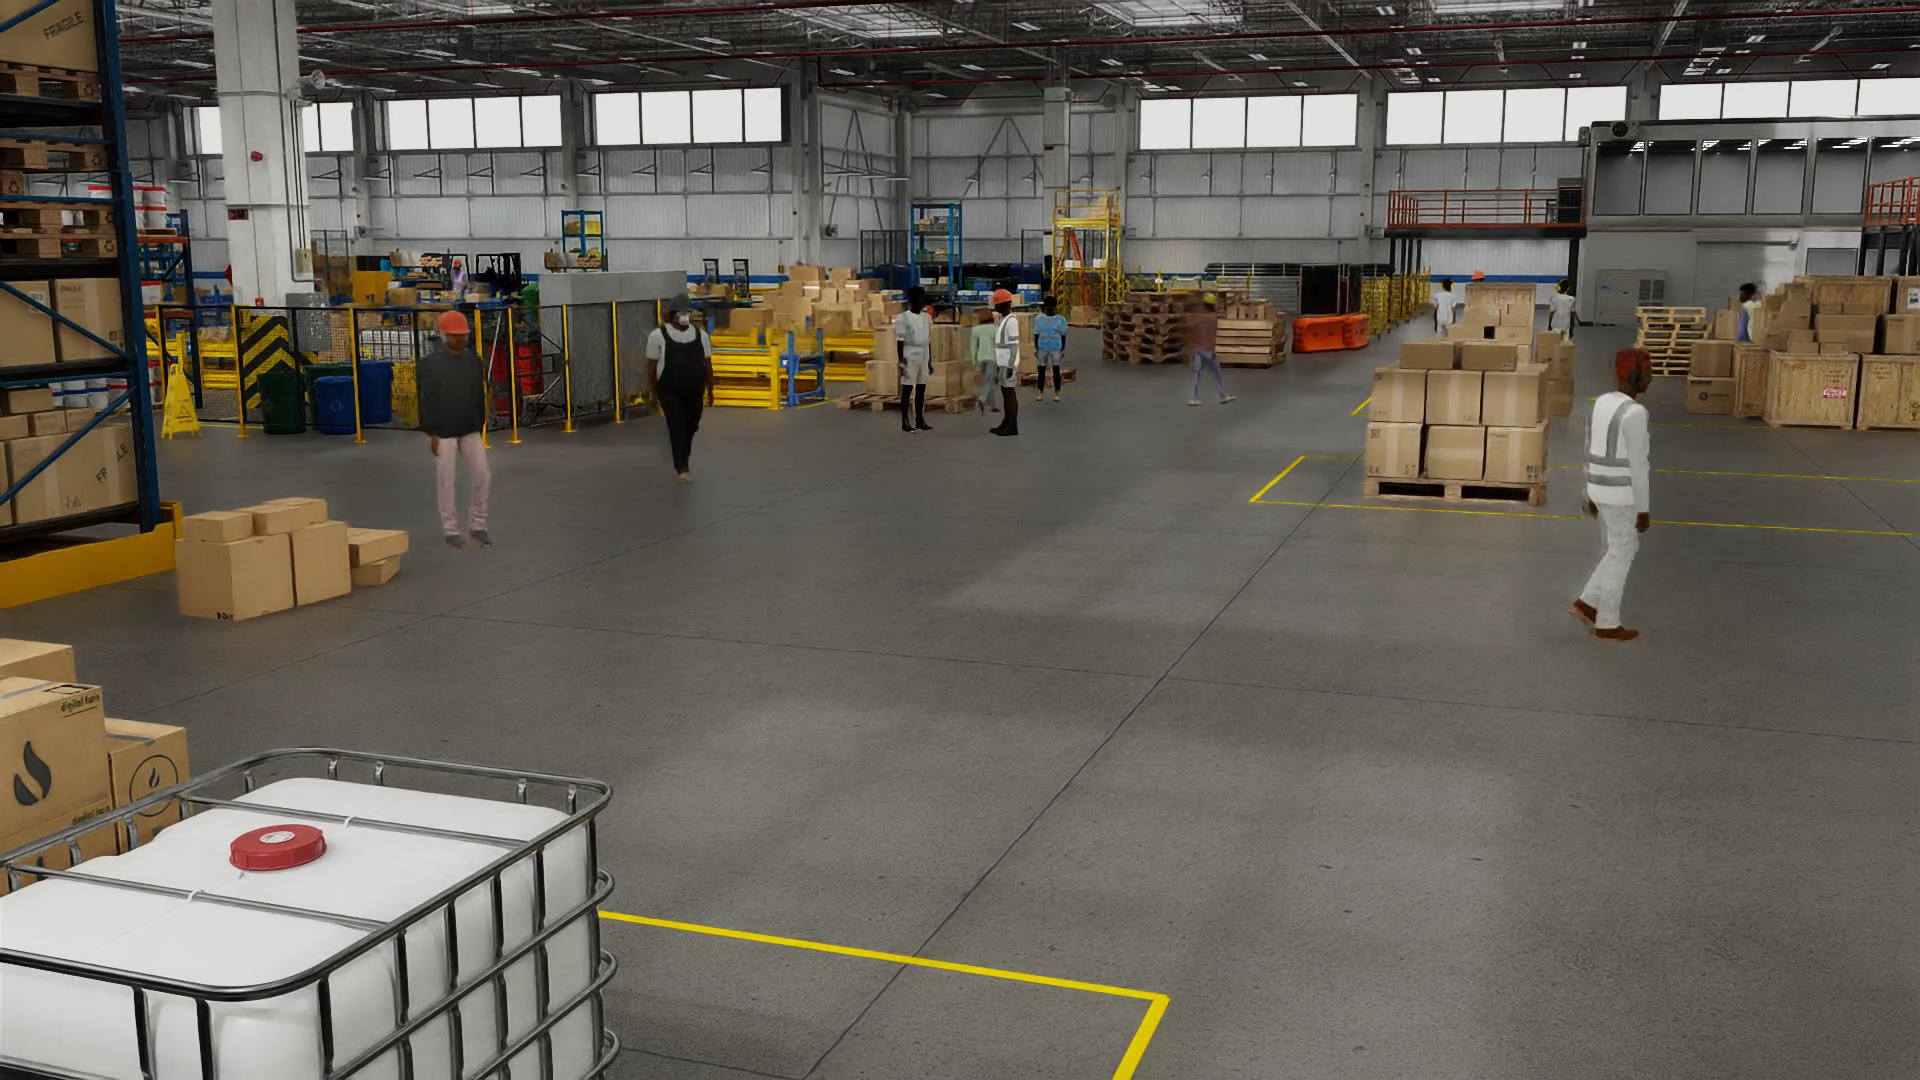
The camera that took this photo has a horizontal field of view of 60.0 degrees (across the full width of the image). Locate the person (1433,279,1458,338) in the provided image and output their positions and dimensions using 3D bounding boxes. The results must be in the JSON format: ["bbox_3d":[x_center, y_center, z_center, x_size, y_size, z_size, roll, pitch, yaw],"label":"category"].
[{"bbox_3d":[9.849,-4.380,33.743,0.553,1.813,0.994,8,13,38],"label":"person"}]

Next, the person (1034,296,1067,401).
[{"bbox_3d":[1.443,-3.059,26.664,0.536,1.693,0.320,2,10,11],"label":"person"}]

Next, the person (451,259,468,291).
[{"bbox_3d":[-16.496,-8.221,54.757,0.605,2.034,0.391,0,10,2],"label":"person"}]

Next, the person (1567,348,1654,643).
[{"bbox_3d":[4.154,-0.267,10.422,0.417,1.866,0.599,0,10,-2],"label":"person"}]

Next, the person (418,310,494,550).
[{"bbox_3d":[-4.095,-0.883,13.593,0.621,1.969,0.601,-9,13,-41],"label":"person"}]

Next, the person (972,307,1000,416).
[{"bbox_3d":[0.383,-2.639,24.521,0.518,1.601,0.762,6,12,30],"label":"person"}]

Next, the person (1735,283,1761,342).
[{"bbox_3d":[13.009,-3.286,27.424,0.689,1.869,0.361,-9,14,-43],"label":"person"}]

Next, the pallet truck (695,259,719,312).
[{"bbox_3d":[-9.165,-9.627,62.776,0.823,1.965,1.885,4,11,23],"label":"pallet truck"}]

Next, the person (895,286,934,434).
[{"bbox_3d":[-0.590,-2.405,22.190,0.614,1.963,0.361,-10,14,-44],"label":"person"}]

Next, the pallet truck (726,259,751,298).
[{"bbox_3d":[-7.986,-9.493,62.019,0.823,1.965,1.885,3,11,17],"label":"pallet truck"}]

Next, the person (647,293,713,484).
[{"bbox_3d":[-2.996,-1.660,17.787,0.678,2.000,0.939,-5,11,-27],"label":"person"}]

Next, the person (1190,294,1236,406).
[{"bbox_3d":[3.944,-2.971,26.013,0.852,1.725,0.552,-6,12,-30],"label":"person"}]

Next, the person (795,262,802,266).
[{"bbox_3d":[-5.891,-9.106,60.216,0.960,1.855,0.673,-7,12,-34],"label":"person"}]

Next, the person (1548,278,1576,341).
[{"bbox_3d":[11.238,-3.946,31.128,0.533,1.876,0.320,0,10,-2],"label":"person"}]

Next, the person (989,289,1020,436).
[{"bbox_3d":[0.588,-2.331,21.884,0.381,1.927,0.542,-2,10,-13],"label":"person"}]

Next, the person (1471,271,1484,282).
[{"bbox_3d":[11.548,-5.034,37.121,0.386,1.930,0.539,4,11,21],"label":"person"}]

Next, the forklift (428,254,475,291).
[{"bbox_3d":[-20.133,-10.254,65.465,1.157,1.987,2.680,3,11,19],"label":"forklift"}]

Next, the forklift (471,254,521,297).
[{"bbox_3d":[-17.990,-10.121,64.684,1.157,1.987,2.680,3,11,17],"label":"forklift"}]
